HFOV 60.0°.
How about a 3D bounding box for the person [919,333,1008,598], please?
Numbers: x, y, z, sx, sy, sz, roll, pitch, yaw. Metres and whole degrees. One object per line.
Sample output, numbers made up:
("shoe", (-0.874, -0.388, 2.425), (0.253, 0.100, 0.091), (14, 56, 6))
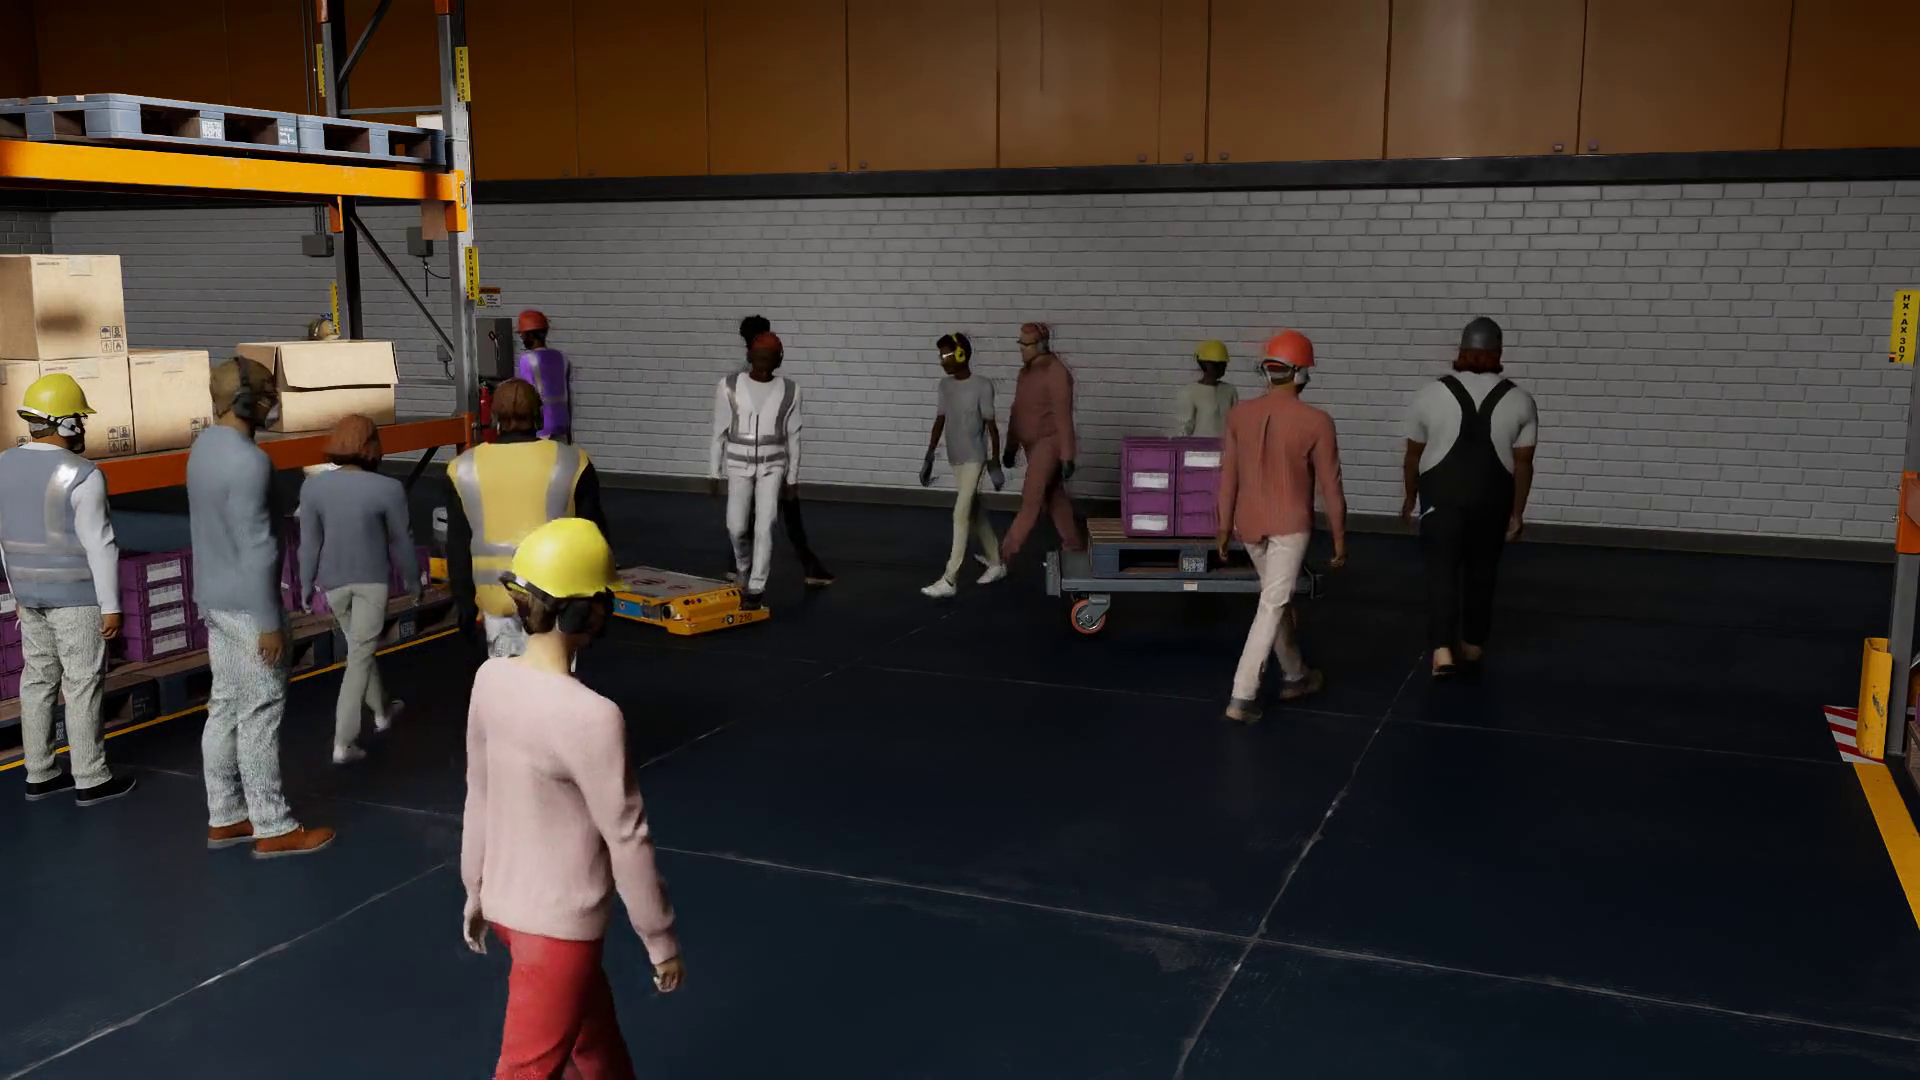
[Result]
("person", (0.047, -0.536, 11.622), (0.978, 1.810, 0.495), (-8, 13, -41))

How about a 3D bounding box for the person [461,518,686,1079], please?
("person", (-0.804, 0.806, 3.691), (0.878, 1.719, 0.552), (-8, 12, -41))

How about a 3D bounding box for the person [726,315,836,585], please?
("person", (-1.315, -0.623, 11.803), (0.702, 1.910, 0.684), (-3, 10, -19))

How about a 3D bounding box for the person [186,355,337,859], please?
("person", (-2.733, 0.260, 6.390), (0.370, 1.936, 0.635), (-8, 12, -40))

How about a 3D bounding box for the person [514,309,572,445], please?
("person", (-3.377, -0.932, 13.652), (0.550, 1.917, 0.568), (7, 12, 36))

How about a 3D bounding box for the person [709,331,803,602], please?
("person", (-1.346, -0.459, 10.988), (0.624, 1.860, 0.737), (-1, 9, -6))

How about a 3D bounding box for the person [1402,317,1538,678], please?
("person", (2.829, -0.268, 9.265), (0.686, 2.000, 0.987), (2, 10, 12))

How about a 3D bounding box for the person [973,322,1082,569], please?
("person", (0.506, -0.669, 12.227), (0.975, 1.851, 0.684), (-3, 10, -18))

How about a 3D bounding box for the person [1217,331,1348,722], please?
("person", (1.620, -0.075, 8.402), (0.640, 1.944, 1.024), (9, 13, 42))

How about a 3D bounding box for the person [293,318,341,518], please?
("person", (-4.677, -0.629, 11.885), (0.649, 1.907, 0.679), (-2, 10, -13))

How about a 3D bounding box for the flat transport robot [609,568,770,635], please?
("flat transport robot", (-1.950, 0.372, 10.737), (1.431, 0.197, 0.652), (8, 12, 41))

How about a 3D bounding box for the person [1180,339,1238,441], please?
("person", (1.830, -0.640, 12.441), (0.531, 1.736, 0.805), (-6, 11, -33))

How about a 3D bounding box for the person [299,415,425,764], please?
("person", (-2.796, 0.206, 7.782), (0.511, 1.577, 0.894), (1, 9, 6))

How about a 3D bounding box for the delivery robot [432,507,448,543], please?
("delivery robot", (-3.709, -0.122, 12.591), (0.477, 0.478, 0.707), (-8, 12, -40))

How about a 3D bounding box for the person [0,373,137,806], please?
("person", (-3.765, 0.216, 7.005), (0.596, 1.826, 0.403), (3, 10, 20))

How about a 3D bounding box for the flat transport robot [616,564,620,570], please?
("flat transport robot", (-2.967, 0.197, 11.797), (0.652, 0.197, 1.431), (-6, 11, -34))

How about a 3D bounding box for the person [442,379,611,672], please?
("person", (-1.795, 0.219, 7.036), (0.629, 1.797, 0.885), (0, 9, -1))
